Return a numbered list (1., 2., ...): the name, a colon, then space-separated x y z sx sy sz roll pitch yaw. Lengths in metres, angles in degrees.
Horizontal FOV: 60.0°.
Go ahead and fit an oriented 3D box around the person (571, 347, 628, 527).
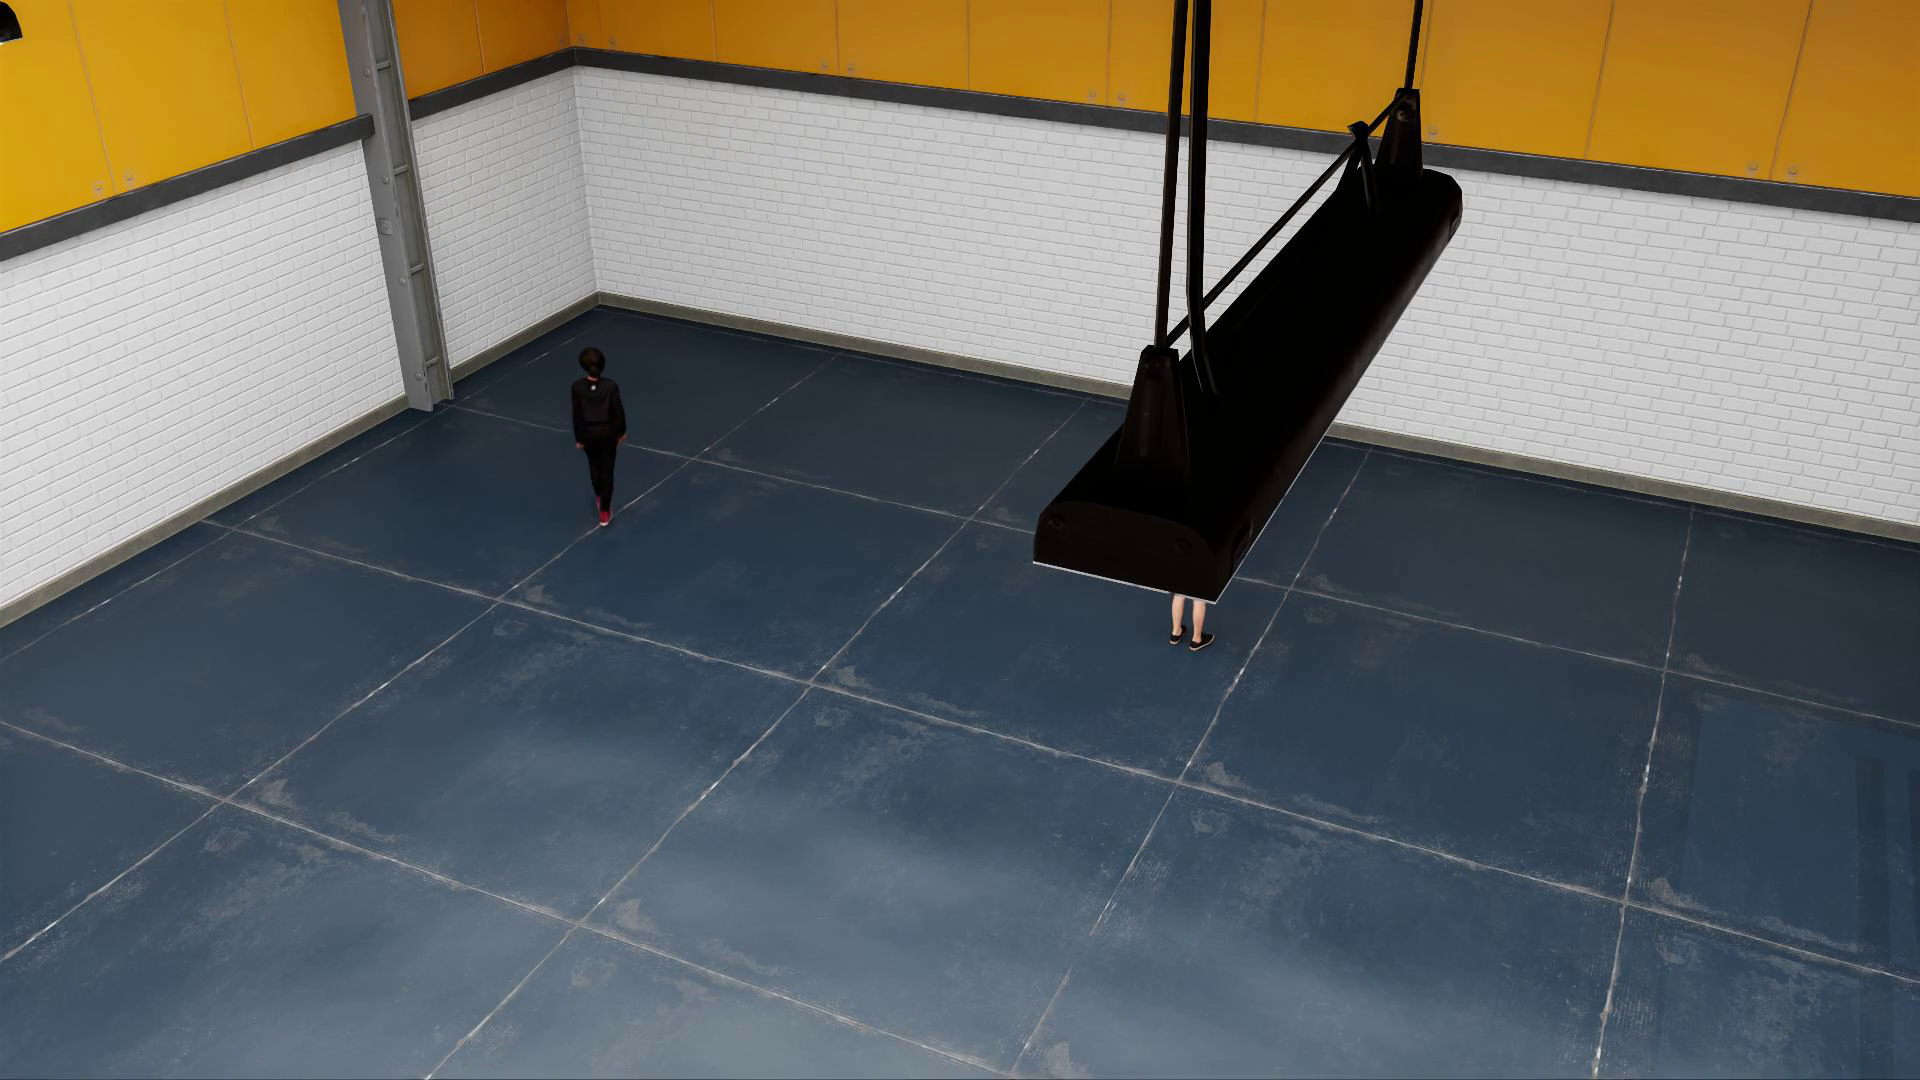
1. person: -3.215 -0.893 14.807 0.810 1.656 0.904 -2 29 -4
